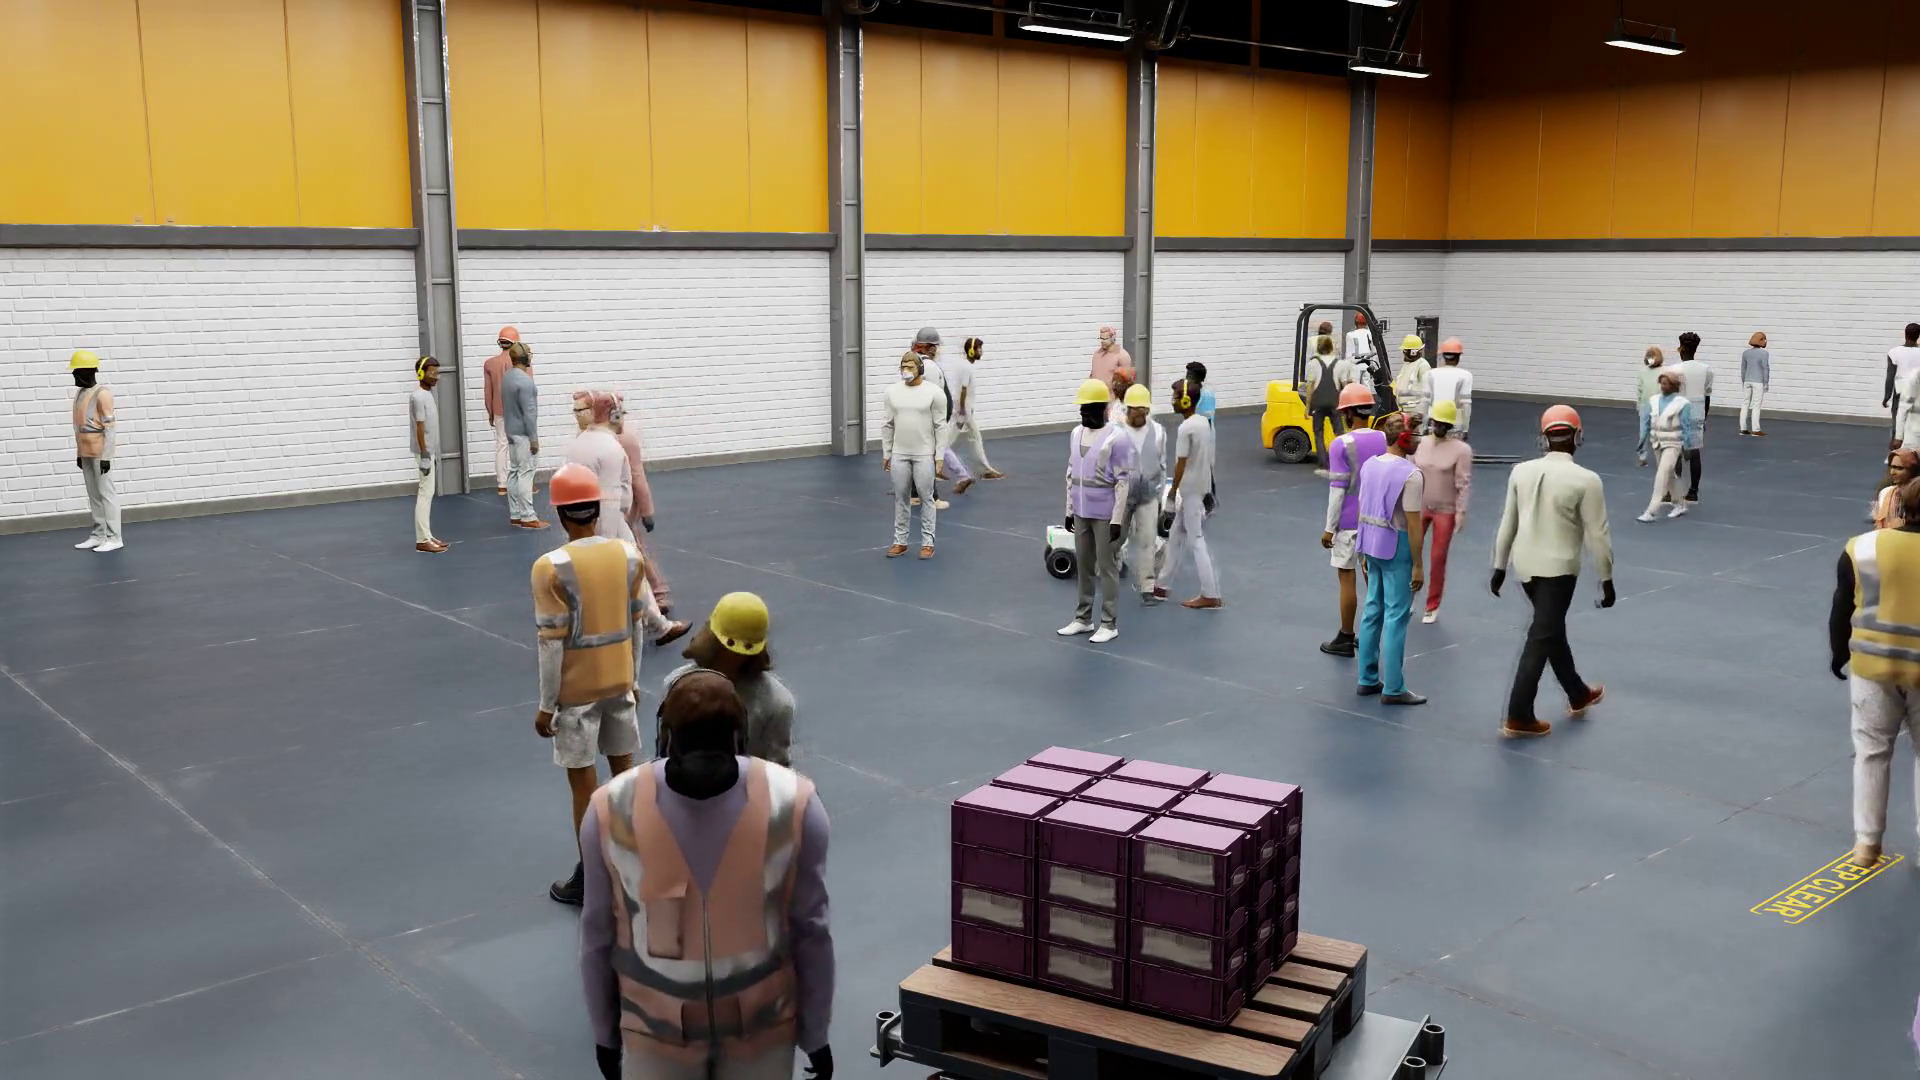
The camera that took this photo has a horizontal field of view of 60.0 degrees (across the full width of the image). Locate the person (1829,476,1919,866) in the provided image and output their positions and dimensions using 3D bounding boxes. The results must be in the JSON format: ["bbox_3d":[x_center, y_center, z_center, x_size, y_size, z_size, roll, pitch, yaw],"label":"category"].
[{"bbox_3d":[4.334,0.607,7.636,0.645,1.832,0.485,6,11,31],"label":"person"}]

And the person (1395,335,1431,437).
[{"bbox_3d":[5.711,-1.676,21.022,0.404,1.828,0.591,-2,10,-10],"label":"person"}]

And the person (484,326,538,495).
[{"bbox_3d":[-5.280,-1.516,19.594,0.619,1.994,0.381,1,10,6],"label":"person"}]

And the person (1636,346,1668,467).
[{"bbox_3d":[9.332,-1.796,22.330,0.576,1.615,0.519,-8,13,-41],"label":"person"}]

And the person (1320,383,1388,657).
[{"bbox_3d":[2.781,-0.139,11.718,0.543,1.932,0.370,-5,11,-27],"label":"person"}]

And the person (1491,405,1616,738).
[{"bbox_3d":[3.593,0.174,9.877,1.026,1.922,0.676,-5,11,-27],"label":"person"}]

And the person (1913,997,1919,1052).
[{"bbox_3d":[2.411,1.184,3.836,0.665,2.001,0.632,-8,12,-38],"label":"person"}]

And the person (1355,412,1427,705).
[{"bbox_3d":[2.708,0.115,10.486,0.374,1.841,0.574,-4,10,-21],"label":"person"}]

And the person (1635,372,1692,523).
[{"bbox_3d":[7.534,-0.997,17.720,0.852,1.593,0.515,-4,11,-23],"label":"person"}]

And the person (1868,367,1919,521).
[{"bbox_3d":[10.019,-1.142,17.422,0.715,2.006,0.553,-5,11,-28],"label":"person"}]

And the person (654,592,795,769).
[{"bbox_3d":[-0.794,0.983,5.854,0.526,1.701,0.567,3,10,18],"label":"person"}]

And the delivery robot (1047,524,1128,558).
[{"bbox_3d":[1.126,-0.005,14.682,0.707,0.478,0.477,0,10,1],"label":"delivery robot"}]

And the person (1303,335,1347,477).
[{"bbox_3d":[4.720,-1.703,21.261,0.634,1.810,0.458,1,10,4],"label":"person"}]

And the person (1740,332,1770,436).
[{"bbox_3d":[12.488,-2.451,26.122,0.280,1.634,0.499,-4,10,-22],"label":"person"}]

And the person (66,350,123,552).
[{"bbox_3d":[-8.273,-0.849,15.888,0.587,1.928,0.362,7,12,36],"label":"person"}]

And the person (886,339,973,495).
[{"bbox_3d":[-0.338,-1.449,19.622,0.987,1.866,0.645,-3,10,-19],"label":"person"}]

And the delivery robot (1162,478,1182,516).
[{"bbox_3d":[2.120,-0.390,16.941,0.707,0.478,0.477,-7,12,-36],"label":"delivery robot"}]

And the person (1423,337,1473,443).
[{"bbox_3d":[5.410,-1.286,18.473,0.550,1.920,0.411,6,11,31],"label":"person"}]

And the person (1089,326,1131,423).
[{"bbox_3d":[1.922,-1.844,21.794,0.408,1.903,0.638,-9,13,-43],"label":"person"}]

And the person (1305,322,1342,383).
[{"bbox_3d":[5.514,-2.471,25.778,0.786,1.806,0.433,-4,10,-22],"label":"person"}]

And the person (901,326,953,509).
[{"bbox_3d":[-0.348,-1.375,18.633,0.535,2.000,0.684,-5,11,-26],"label":"person"}]

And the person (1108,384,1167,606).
[{"bbox_3d":[1.398,-0.403,13.679,0.591,1.798,0.866,-2,10,-10],"label":"person"}]

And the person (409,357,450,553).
[{"bbox_3d":[-5.077,-0.815,15.880,0.321,1.863,0.530,-2,10,-11],"label":"person"}]

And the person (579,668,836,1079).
[{"bbox_3d":[-0.622,1.210,4.139,0.628,1.828,0.442,-2,10,-9],"label":"person"}]

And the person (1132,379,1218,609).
[{"bbox_3d":[1.730,-0.370,13.353,0.833,1.836,0.565,4,11,24],"label":"person"}]

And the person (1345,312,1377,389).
[{"bbox_3d":[6.672,-2.853,27.764,0.574,1.880,0.356,-3,10,-17],"label":"person"}]

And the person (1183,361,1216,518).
[{"bbox_3d":[2.580,-1.088,17.996,0.324,1.689,0.536,-4,10,-22],"label":"person"}]

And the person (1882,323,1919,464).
[{"bbox_3d":[12.752,-1.952,22.368,0.587,1.920,0.393,3,10,15],"label":"person"}]

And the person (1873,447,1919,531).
[{"bbox_3d":[5.931,0.228,10.463,0.318,1.630,0.512,-2,10,-10],"label":"person"}]

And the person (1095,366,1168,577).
[{"bbox_3d":[1.482,-0.594,14.557,0.566,1.868,0.592,-4,11,-23],"label":"person"}]

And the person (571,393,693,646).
[{"bbox_3d":[-2.441,-0.106,11.753,1.018,1.849,0.646,-8,13,-40],"label":"person"}]

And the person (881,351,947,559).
[{"bbox_3d":[-0.435,-0.788,15.493,0.636,1.938,0.358,3,10,19],"label":"person"}]

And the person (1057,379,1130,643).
[{"bbox_3d":[0.981,-0.216,12.181,0.370,1.927,0.588,-8,13,-39],"label":"person"}]

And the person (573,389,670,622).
[{"bbox_3d":[-2.640,-0.231,12.591,1.040,1.826,0.646,-8,13,-39],"label":"person"}]

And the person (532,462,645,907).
[{"bbox_3d":[-1.617,0.628,7.220,0.376,1.934,0.546,9,13,41],"label":"person"}]

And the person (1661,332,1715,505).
[{"bbox_3d":[8.193,-1.368,18.809,0.603,1.966,0.368,-2,10,-14],"label":"person"}]

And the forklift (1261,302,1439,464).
[{"bbox_3d":[5.320,-2.157,22.763,2.313,2.155,1.214,3,10,16],"label":"forklift"}]

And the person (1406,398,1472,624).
[{"bbox_3d":[3.595,-0.205,12.634,0.540,1.743,0.511,6,11,30],"label":"person"}]

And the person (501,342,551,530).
[{"bbox_3d":[-4.499,-1.069,17.137,0.362,1.939,0.636,-7,12,-35],"label":"person"}]

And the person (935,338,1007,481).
[{"bbox_3d":[0.061,-1.622,20.804,0.997,1.805,0.639,-1,10,-9],"label":"person"}]
